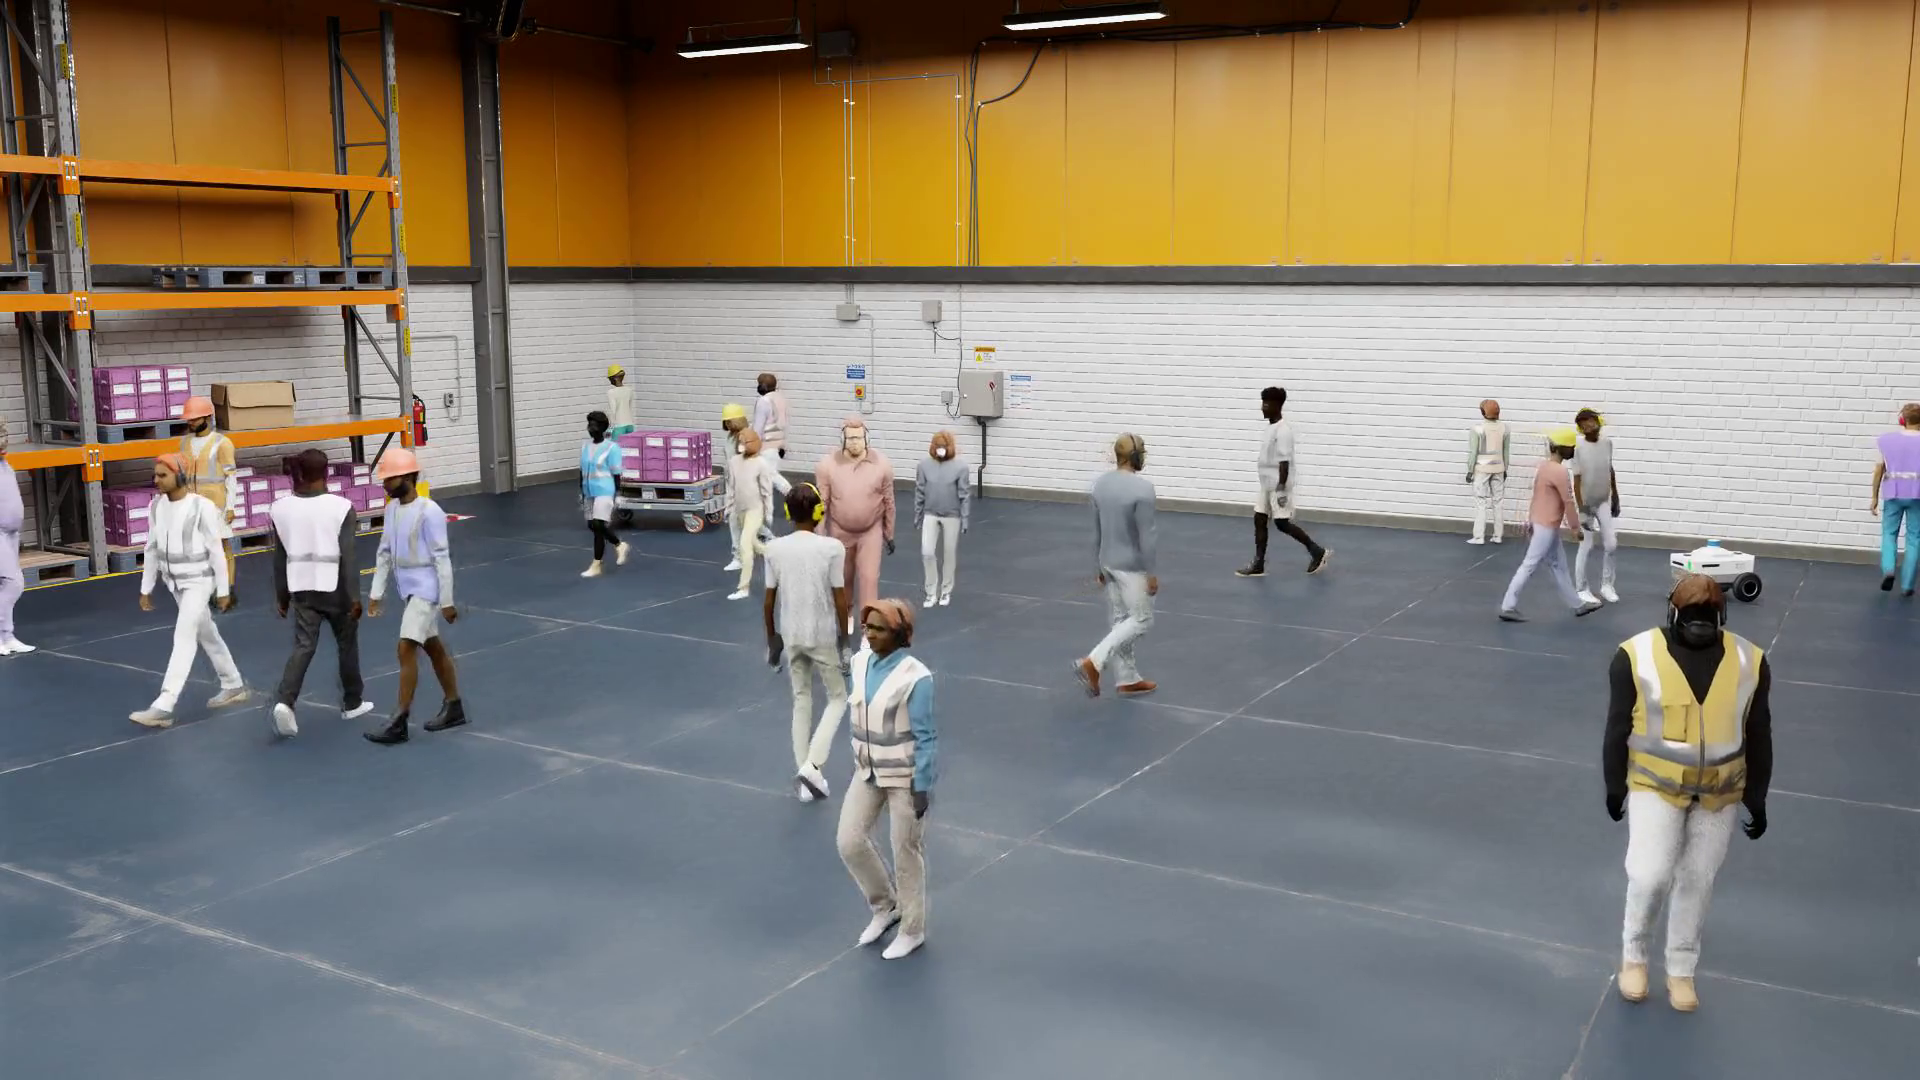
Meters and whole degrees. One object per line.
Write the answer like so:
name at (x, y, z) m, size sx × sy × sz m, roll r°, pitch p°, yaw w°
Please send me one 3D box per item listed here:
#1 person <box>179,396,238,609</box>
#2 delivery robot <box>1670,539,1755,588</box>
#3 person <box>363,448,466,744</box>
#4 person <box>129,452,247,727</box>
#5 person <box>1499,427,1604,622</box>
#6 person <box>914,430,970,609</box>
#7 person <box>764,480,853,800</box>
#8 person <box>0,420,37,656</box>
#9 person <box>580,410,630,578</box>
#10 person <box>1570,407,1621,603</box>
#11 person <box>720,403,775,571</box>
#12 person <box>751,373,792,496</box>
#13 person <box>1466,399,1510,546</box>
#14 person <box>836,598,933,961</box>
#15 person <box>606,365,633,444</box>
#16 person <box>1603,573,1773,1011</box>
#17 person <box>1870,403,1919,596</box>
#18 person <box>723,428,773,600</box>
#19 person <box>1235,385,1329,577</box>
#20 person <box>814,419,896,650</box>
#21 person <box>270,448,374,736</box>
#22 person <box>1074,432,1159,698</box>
person at (-6.817, -0.332, 15.025) m, size 0.551 × 1.932 × 0.378 m, roll 2°, pitch 9°, yaw 13°
delivery robot at (7.000, 0.236, 15.482) m, size 0.707 × 0.478 × 0.477 m, roll -1°, pitch 9°, yaw -9°
person at (-3.631, 0.358, 10.814) m, size 0.898 × 1.895 × 0.545 m, roll -9°, pitch 13°, yaw -44°
person at (-5.299, 0.316, 11.330) m, size 0.597 × 1.823 × 0.998 m, roll 5°, pitch 10°, yaw 28°
person at (5.157, -0.123, 14.409) m, size 0.952 × 1.710 × 0.518 m, roll 1°, pitch 9°, yaw 4°
person at (-0.177, -0.182, 15.049) m, size 0.531 × 1.610 × 0.583 m, roll 2°, pitch 9°, yaw 10°
person at (-0.859, 0.592, 9.517) m, size 0.560 × 1.849 × 0.429 m, roll 3°, pitch 9°, yaw 16°
person at (-7.583, -0.014, 13.146) m, size 0.432 × 1.894 × 0.670 m, roll -1°, pitch 9°, yaw -9°
person at (-3.581, -0.484, 16.755) m, size 0.532 × 1.675 × 0.686 m, roll 6°, pitch 11°, yaw 34°
person at (5.806, -0.304, 15.213) m, size 0.622 × 1.823 × 0.493 m, roll -2°, pitch 9°, yaw -14°
person at (-2.190, -0.556, 17.061) m, size 0.503 × 1.721 × 0.577 m, roll 7°, pitch 11°, yaw 37°
person at (-2.315, -1.177, 20.699) m, size 0.863 × 1.812 × 0.628 m, roll 2°, pitch 9°, yaw 13°
person at (5.896, -0.754, 18.579) m, size 0.523 × 1.638 × 0.310 m, roll -3°, pitch 9°, yaw -16°
person at (-0.309, 1.053, 7.320) m, size 0.396 × 1.629 × 0.536 m, roll -9°, pitch 13°, yaw -44°
person at (-4.781, -1.578, 23.351) m, size 0.333 × 1.760 × 0.523 m, roll 5°, pitch 10°, yaw 26°
person at (2.984, 1.037, 6.836) m, size 0.628 × 1.829 × 0.454 m, roll 1°, pitch 9°, yaw 8°
person at (8.900, -0.376, 15.636) m, size 0.595 × 1.823 × 0.452 m, roll 6°, pitch 11°, yaw 32°
person at (-1.929, -0.276, 15.711) m, size 0.498 × 1.603 × 0.782 m, roll 8°, pitch 12°, yaw 42°
person at (3.231, -0.574, 16.552) m, size 0.858 × 1.939 × 0.610 m, roll -1°, pitch 9°, yaw -5°
person at (-0.862, -0.072, 13.648) m, size 0.662 × 1.864 × 0.983 m, roll 0°, pitch 9°, yaw -2°
person at (-4.296, 0.336, 11.066) m, size 0.608 × 1.881 × 0.882 m, roll 1°, pitch 9°, yaw 6°
person at (1.123, 0.199, 11.753) m, size 0.668 × 1.927 × 0.640 m, roll -5°, pitch 10°, yaw -28°
